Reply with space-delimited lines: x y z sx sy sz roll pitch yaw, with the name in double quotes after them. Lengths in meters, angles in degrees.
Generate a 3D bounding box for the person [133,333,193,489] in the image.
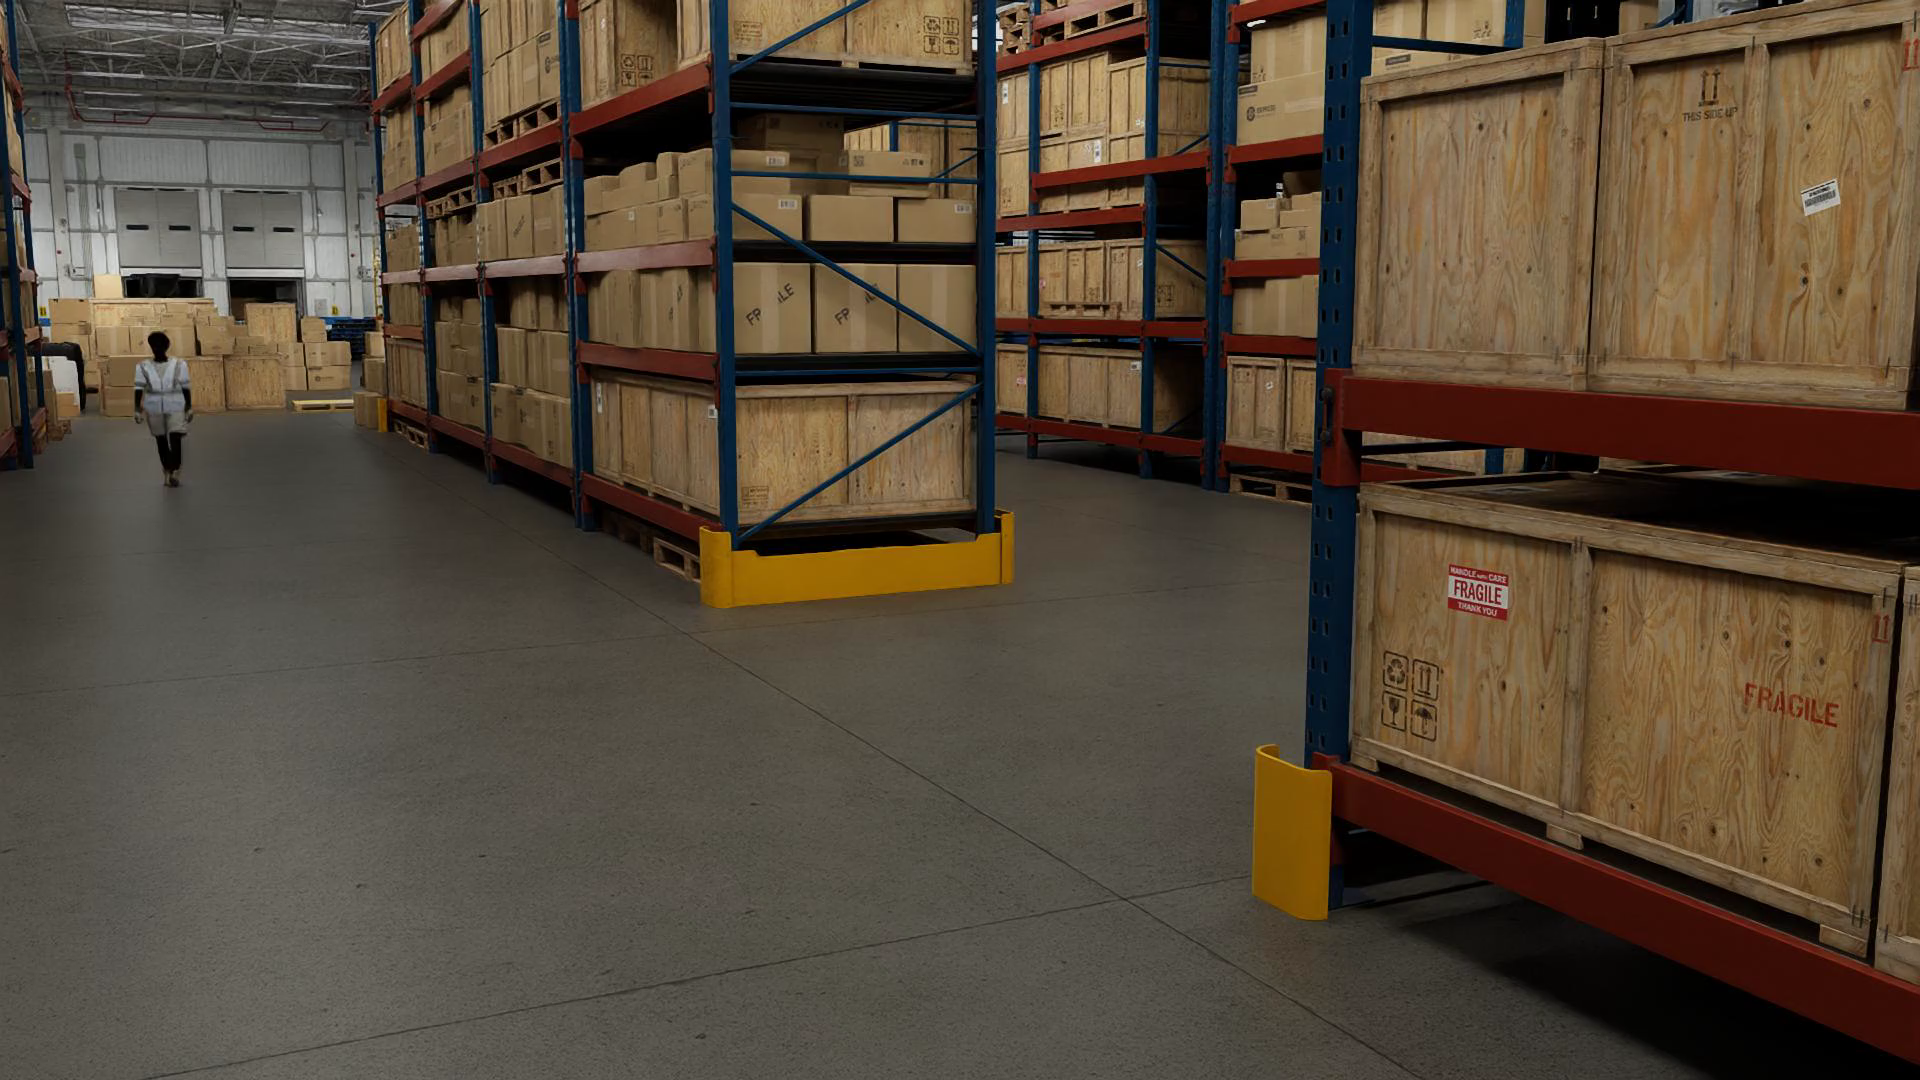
-8.475 -1.363 17.671 0.553 1.648 0.861 -3 9 -17 "person"

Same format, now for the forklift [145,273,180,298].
-25.114 -7.030 52.567 1.873 2.768 1.129 6 10 37 "forklift"

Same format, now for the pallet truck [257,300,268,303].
-23.913 -7.404 58.171 1.885 1.965 0.823 -1 8 -9 "pallet truck"
